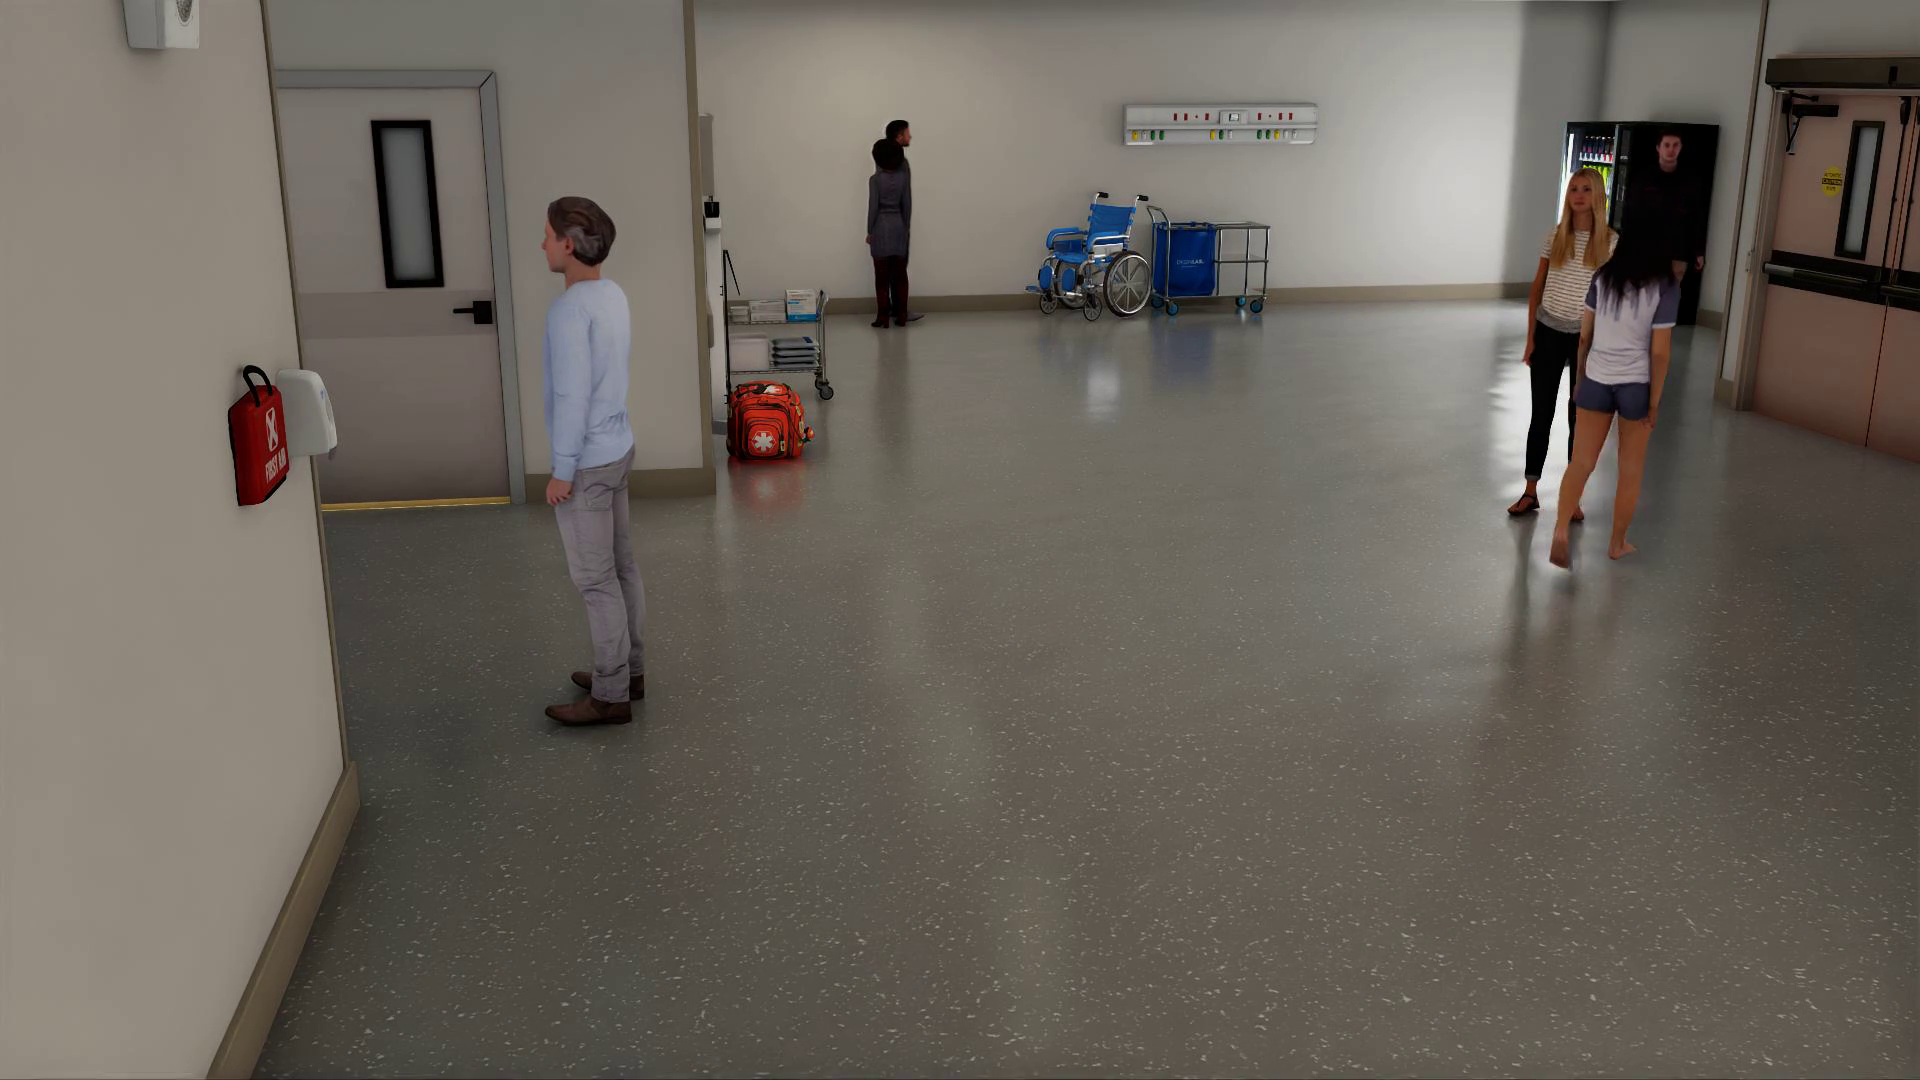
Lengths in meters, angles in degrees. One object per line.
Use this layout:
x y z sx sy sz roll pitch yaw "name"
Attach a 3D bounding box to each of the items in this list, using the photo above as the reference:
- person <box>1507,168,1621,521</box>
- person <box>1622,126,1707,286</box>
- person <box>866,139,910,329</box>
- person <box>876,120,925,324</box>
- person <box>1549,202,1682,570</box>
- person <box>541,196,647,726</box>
3.207 -1.025 8.747 0.687 1.826 0.726 9 18 28 "person"
5.197 -2.072 12.382 0.923 1.869 1.289 2 16 5 "person"
-0.658 -2.828 15.354 0.656 1.710 0.631 -9 18 -30 "person"
-0.610 -3.026 15.760 0.812 1.871 0.629 -8 17 -25 "person"
3.017 -0.672 7.708 1.072 1.710 1.105 11 19 33 "person"
-1.322 -0.282 5.987 0.773 1.894 0.614 2 16 5 "person"
